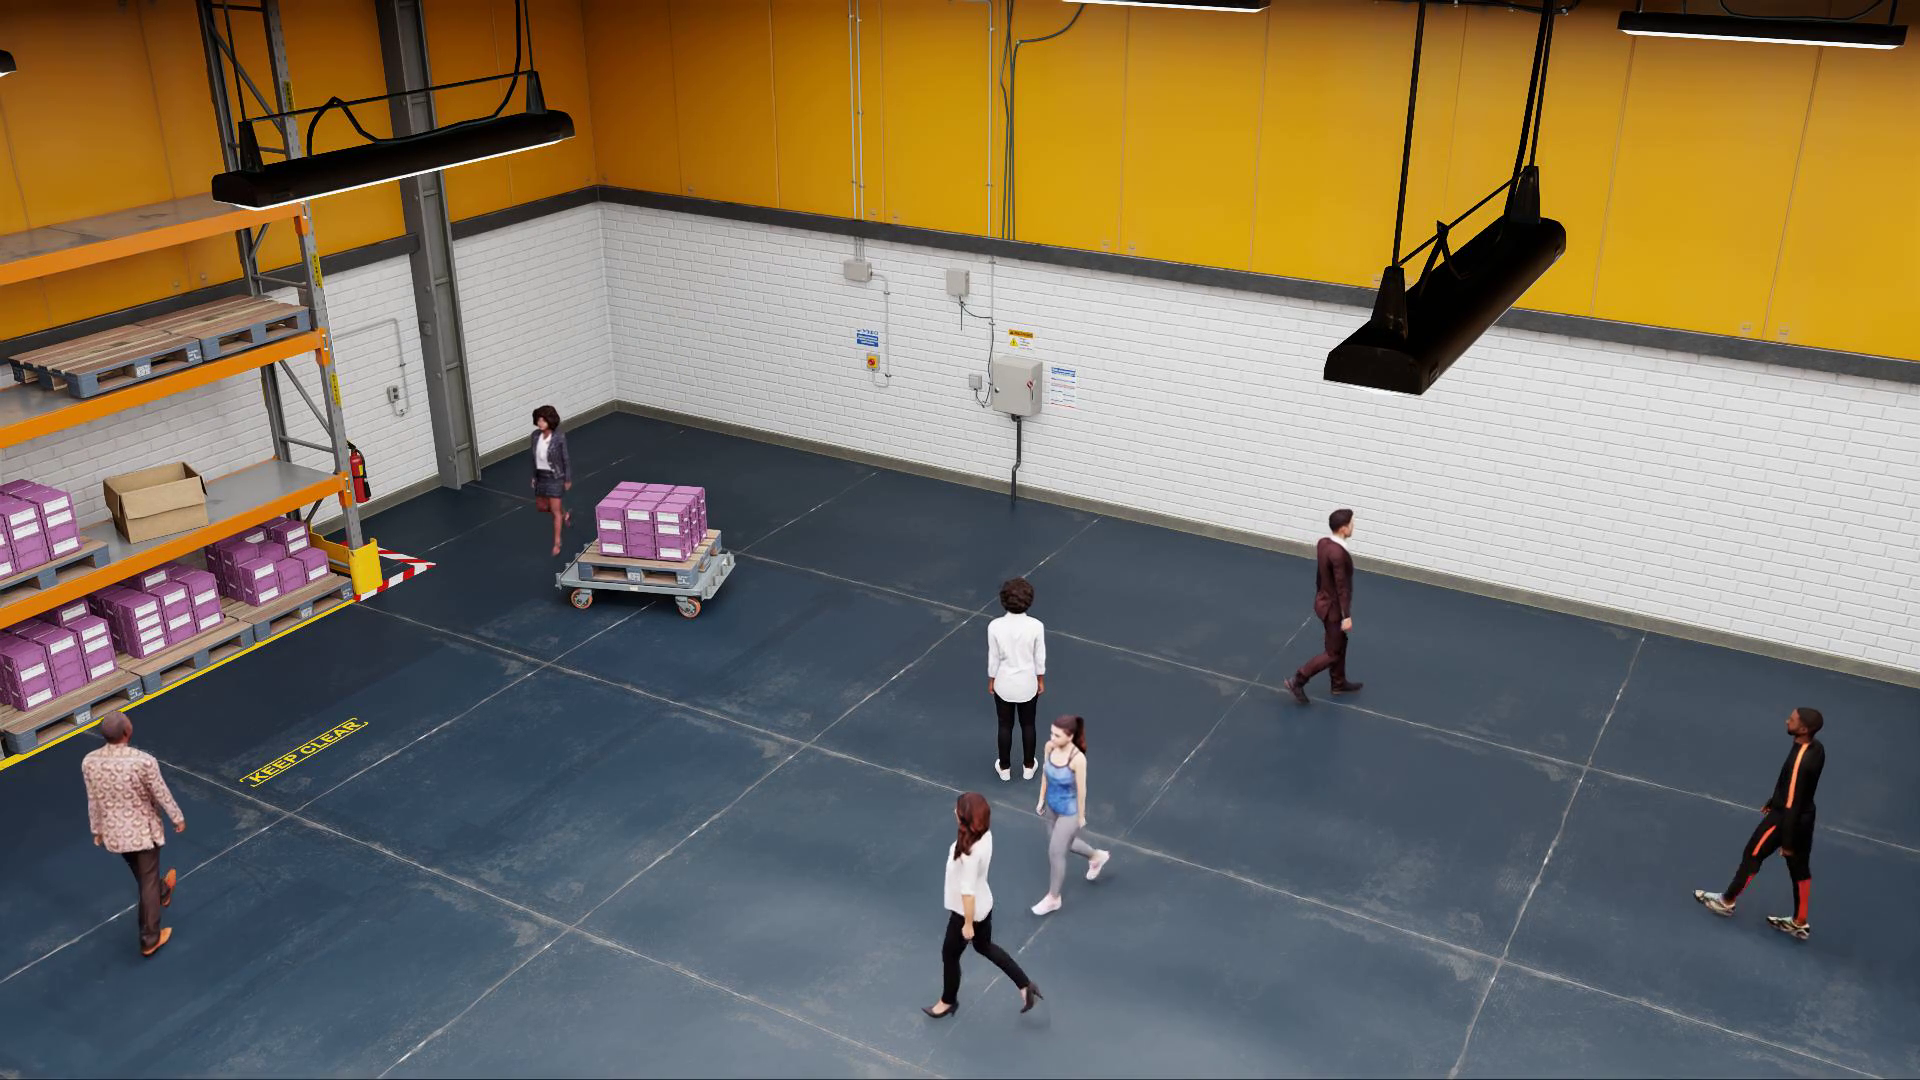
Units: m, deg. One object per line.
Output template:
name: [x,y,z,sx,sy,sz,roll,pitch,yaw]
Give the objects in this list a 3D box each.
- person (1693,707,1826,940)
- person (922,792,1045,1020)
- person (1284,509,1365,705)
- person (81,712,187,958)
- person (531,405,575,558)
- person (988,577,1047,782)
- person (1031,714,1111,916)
person: [5.938,2.021,11.702,1.019,1.775,0.851,-21,31,-40]
person: [0.170,2.422,10.792,0.901,1.769,1.061,4,24,9]
person: [3.280,0.618,14.818,1.088,1.850,1.104,-2,24,-5]
person: [-5.784,2.080,11.571,1.011,1.772,1.203,1,24,3]
person: [-4.381,-0.669,17.972,0.685,1.682,0.852,9,25,20]
person: [0.465,1.145,13.662,0.728,1.810,0.750,-1,24,-1]
person: [0.814,1.946,12.108,1.044,1.588,0.847,-14,27,-29]
